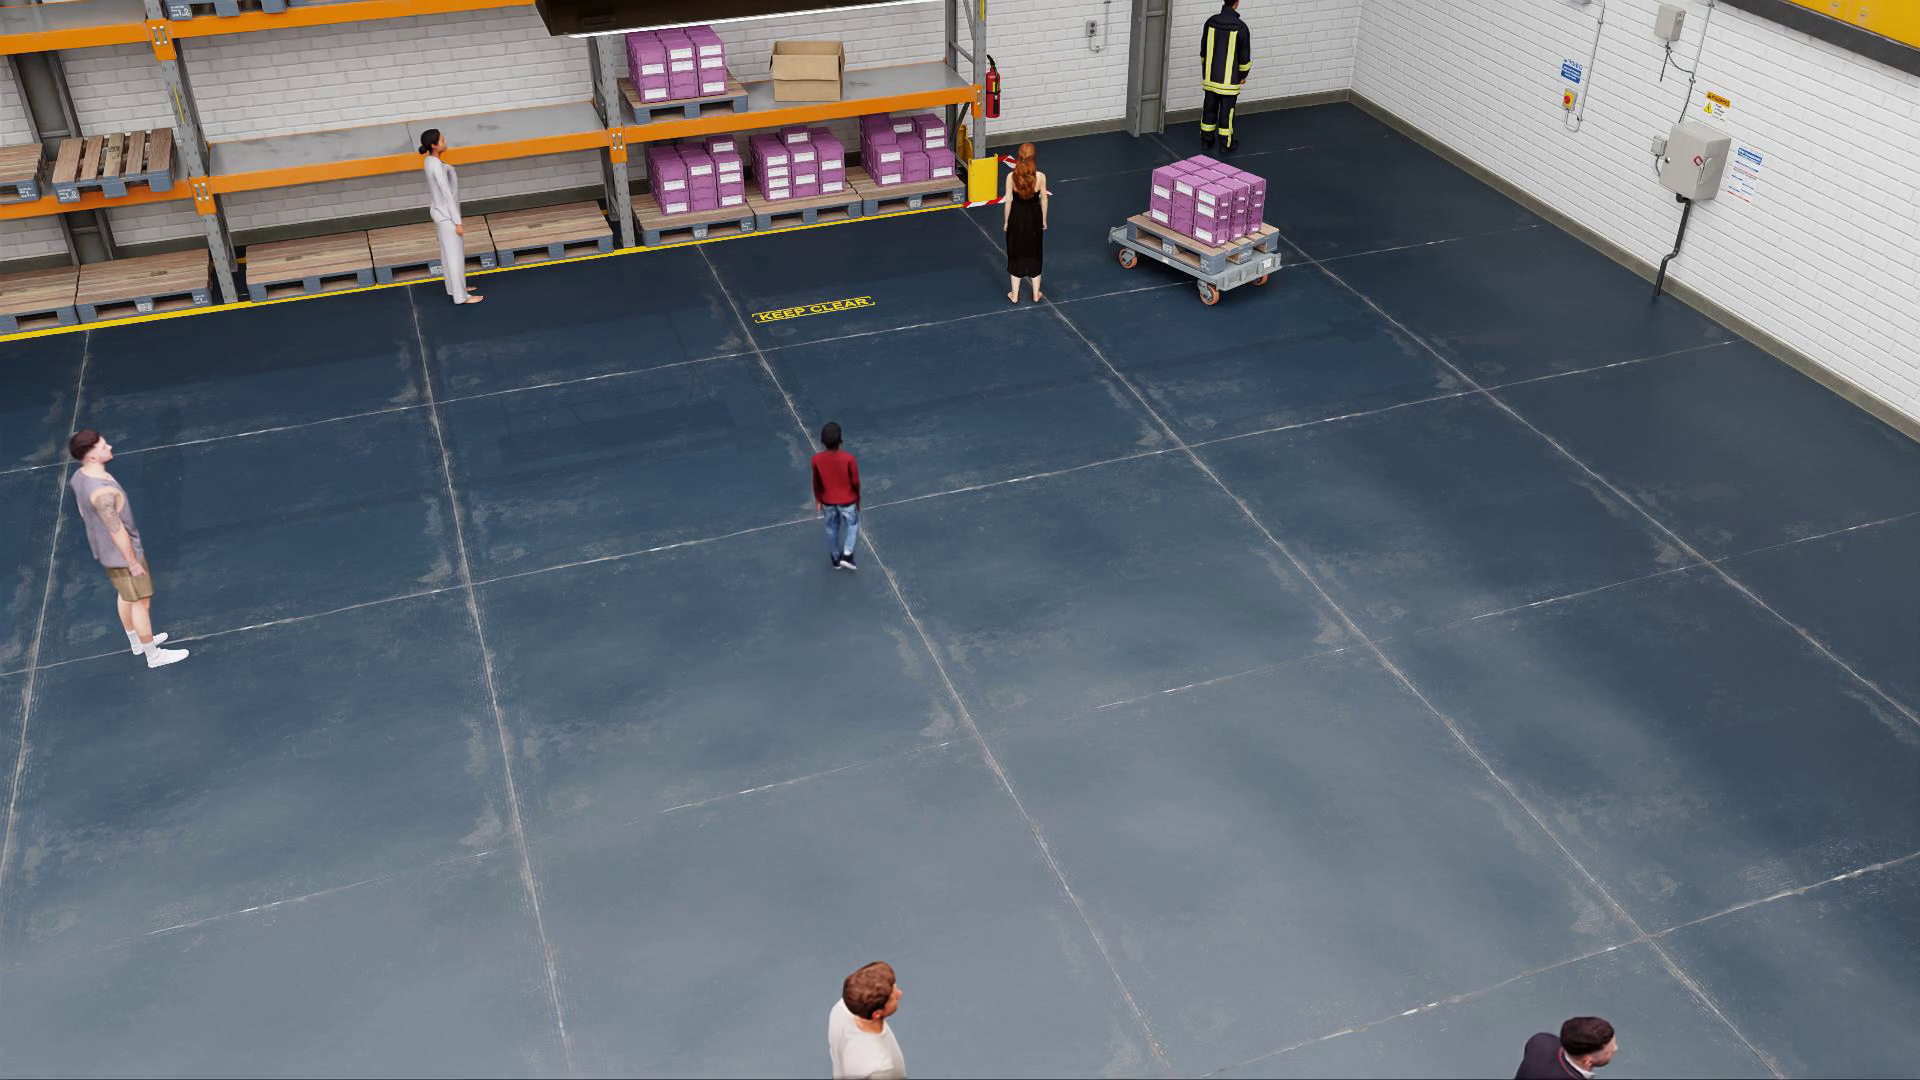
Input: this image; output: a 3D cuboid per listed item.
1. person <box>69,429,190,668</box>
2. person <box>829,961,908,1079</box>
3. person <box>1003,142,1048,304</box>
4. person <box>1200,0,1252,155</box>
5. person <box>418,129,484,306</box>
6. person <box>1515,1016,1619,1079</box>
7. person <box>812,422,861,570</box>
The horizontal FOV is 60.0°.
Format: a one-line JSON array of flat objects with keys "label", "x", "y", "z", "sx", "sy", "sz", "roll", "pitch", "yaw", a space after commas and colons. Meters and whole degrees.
[{"label": "person", "x": -5.748, "y": 0.056, "z": 11.375, "sx": 0.713, "sy": 1.844, "sz": 0.715, "roll": 28, "pitch": 43, "yaw": 35}, {"label": "person", "x": -0.399, "y": 2.593, "z": 7.443, "sx": 0.583, "sy": 1.902, "sz": 0.689, "roll": -15, "pitch": 36, "yaw": -21}, {"label": "person", "x": 0.633, "y": -3.098, "z": 16.255, "sx": 0.591, "sy": 1.624, "sz": 0.706, "roll": -2, "pitch": 34, "yaw": -3}, {"label": "person", "x": 3.117, "y": -5.567, "z": 19.698, "sx": 0.897, "sy": 1.926, "sz": 0.917, "roll": 20, "pitch": 38, "yaw": 27}, {"label": "person", "x": -5.024, "y": -3.172, "z": 16.265, "sx": 0.600, "sy": 1.737, "sz": 0.663, "roll": -18, "pitch": 37, "yaw": -25}, {"label": "person", "x": 2.557, "y": 2.721, "z": 7.304, "sx": 0.613, "sy": 1.842, "sz": 0.708, "roll": -4, "pitch": 34, "yaw": -6}, {"label": "person", "x": -0.909, "y": -0.287, "z": 12.366, "sx": 0.615, "sy": 1.248, "sz": 0.671, "roll": 3, "pitch": 34, "yaw": 5}]
